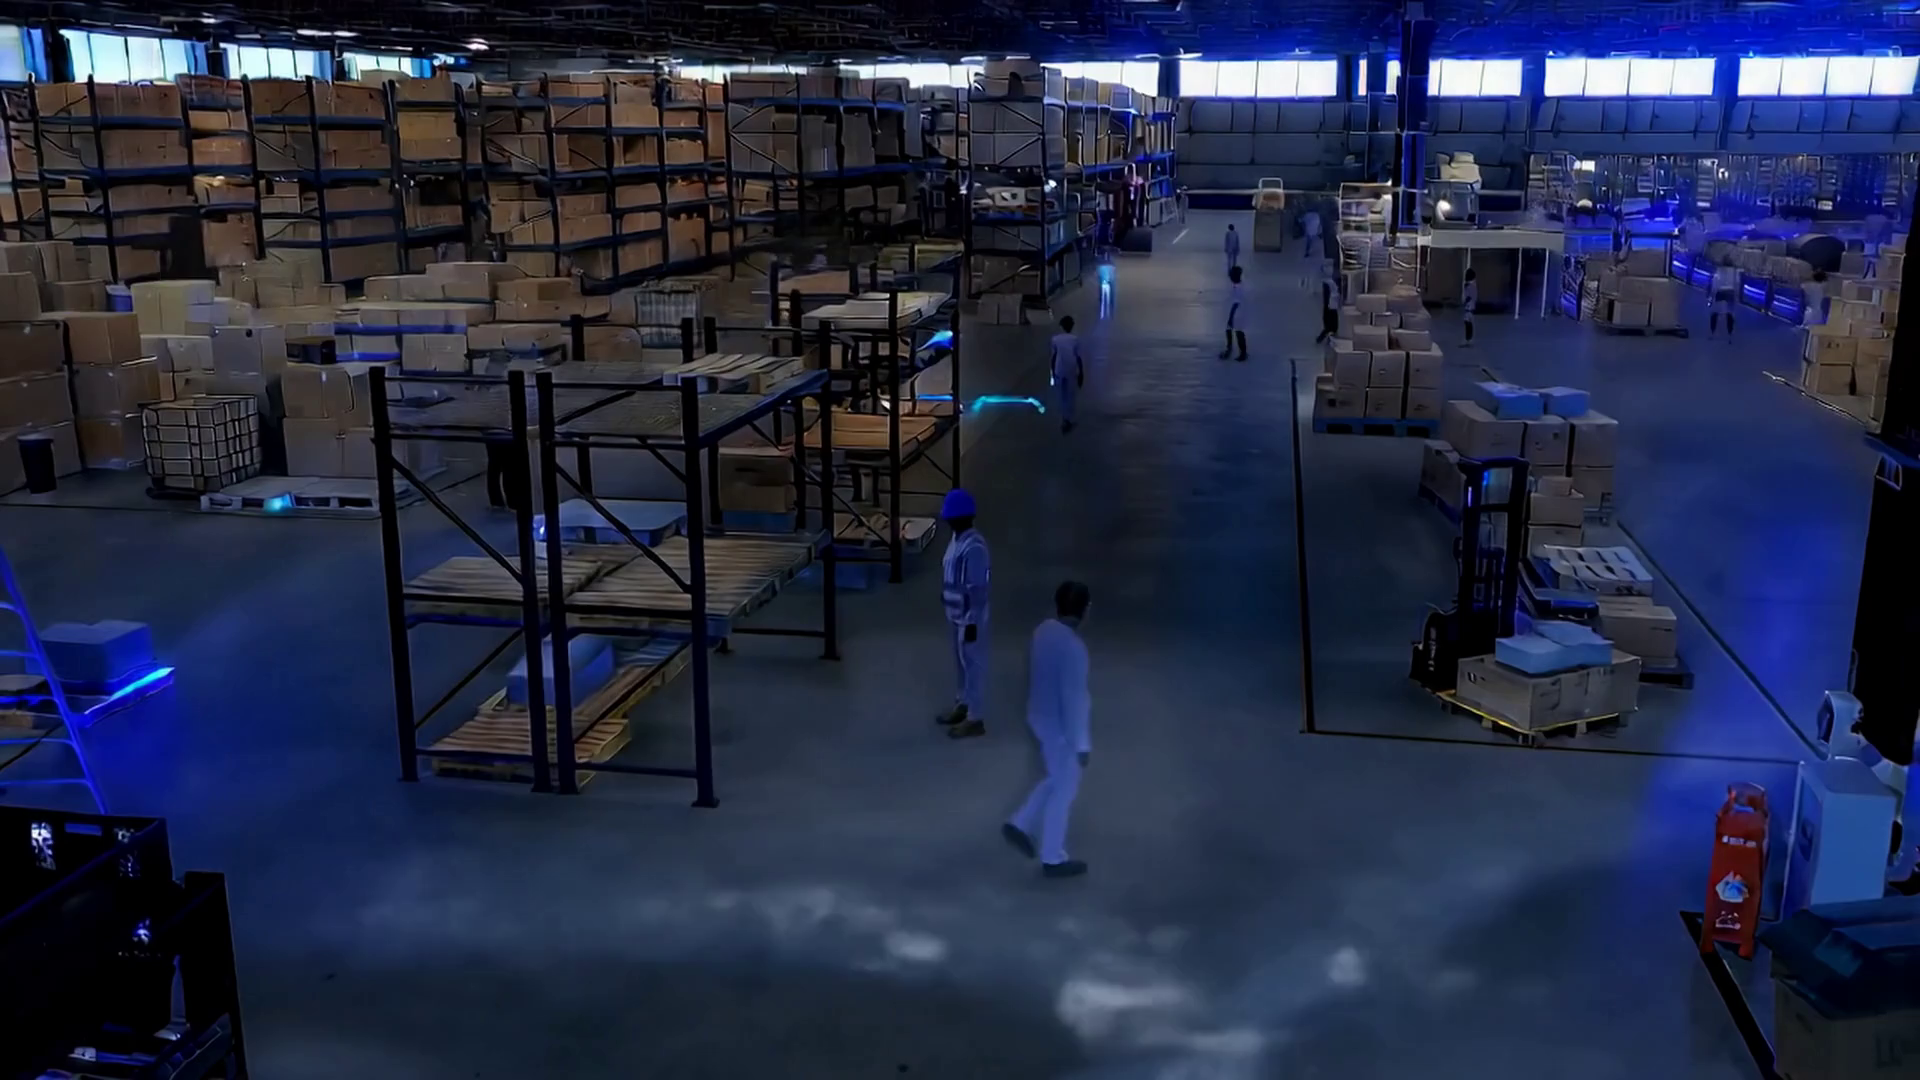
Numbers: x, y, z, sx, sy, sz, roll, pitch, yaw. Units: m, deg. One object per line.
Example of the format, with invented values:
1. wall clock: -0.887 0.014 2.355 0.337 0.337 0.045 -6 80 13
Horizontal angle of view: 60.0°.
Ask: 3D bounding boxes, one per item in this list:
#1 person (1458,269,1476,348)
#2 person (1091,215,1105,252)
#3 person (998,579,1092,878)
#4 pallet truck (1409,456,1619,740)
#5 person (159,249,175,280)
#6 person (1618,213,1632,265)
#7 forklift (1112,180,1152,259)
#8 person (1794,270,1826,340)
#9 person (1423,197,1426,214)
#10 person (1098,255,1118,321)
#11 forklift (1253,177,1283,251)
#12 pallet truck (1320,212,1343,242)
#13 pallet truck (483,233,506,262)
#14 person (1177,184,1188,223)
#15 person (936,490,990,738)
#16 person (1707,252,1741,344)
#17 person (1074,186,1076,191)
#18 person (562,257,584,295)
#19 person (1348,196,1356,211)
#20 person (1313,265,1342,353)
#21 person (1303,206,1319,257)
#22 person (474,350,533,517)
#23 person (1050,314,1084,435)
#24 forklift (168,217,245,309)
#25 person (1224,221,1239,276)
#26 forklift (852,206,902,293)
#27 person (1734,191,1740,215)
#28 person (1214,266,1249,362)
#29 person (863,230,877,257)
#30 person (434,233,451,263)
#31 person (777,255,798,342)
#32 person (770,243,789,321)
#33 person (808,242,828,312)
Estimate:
1. person: 11.007 -5.021 36.027 0.318 1.697 0.536 3 14 13
2. person: 4.957 -10.790 59.427 0.882 1.736 0.538 0 14 1
3. person: 0.591 1.183 10.384 0.488 1.924 0.621 -3 14 -13
4. pallet truck: 4.504 0.400 13.395 0.823 1.965 1.885 -6 15 -23
5. person: -21.986 -7.522 46.178 0.317 1.695 0.540 4 14 16
6. person: 23.229 -10.506 58.055 0.403 1.817 0.602 9 16 32
7. forklift: 6.082 -11.722 60.796 1.873 2.768 1.129 2 14 9
8. person: 18.768 -5.114 36.547 0.545 1.618 0.518 2 14 7
9. person: 20.470 -14.308 73.524 0.822 1.808 0.587 3 14 11
10. person: 3.645 -6.248 41.192 0.524 1.604 0.813 7 15 26
11. forklift: 12.083 -12.747 64.956 1.129 2.768 1.873 3 14 10
12. pallet truck: 15.874 -13.227 70.310 0.680 1.201 1.601 10 17 35
13. pallet truck: -11.832 -7.026 43.548 1.885 1.965 0.823 8 16 28
14. person: 11.269 -17.001 84.146 0.605 1.948 0.387 -8 16 -28
15. person: 0.035 0.559 12.873 0.397 1.939 0.602 -4 14 -14
16. person: 16.913 -5.338 36.745 0.645 1.987 0.942 3 14 13
17. person: 6.067 -17.587 86.867 0.620 1.781 0.948 -1 14 -6
18. person: -9.349 -6.018 40.209 0.523 1.631 0.315 0 14 -1
19. person: 19.598 -16.547 82.933 0.511 1.643 0.308 2 14 8
20. person: 7.694 -4.776 34.615 0.613 1.896 0.485 -12 18 -41
21. person: 12.981 -11.422 61.635 0.652 1.881 0.562 8 16 31
22. person: -5.537 -1.307 20.239 0.681 2.000 0.538 10 17 35
23. person: 1.654 -2.556 25.688 0.560 1.853 0.450 4 14 14
24. forklift: -16.153 -5.339 34.880 1.873 2.768 1.129 -11 18 -39
25. person: 8.749 -9.386 53.621 0.523 1.760 0.327 -6 15 -22
26. forklift: -2.095 -6.642 40.169 1.129 2.768 1.873 3 14 10
27. person: 37.321 -15.993 79.897 0.426 2.042 0.631 1 14 6
28. person: 5.505 -4.578 33.730 0.863 1.929 0.631 4 14 15
29. person: -2.550 -7.395 45.103 0.631 1.972 0.789 3 14 13
30. person: -14.412 -7.631 46.353 0.430 1.836 0.638 5 15 19
31. person: -3.827 -5.356 36.934 0.628 1.911 0.684 -13 19 -42
32. person: -4.441 -6.342 40.939 0.544 1.913 0.649 -10 17 -34
33. person: -3.525 -6.437 41.341 0.621 1.915 0.550 -12 18 -40
